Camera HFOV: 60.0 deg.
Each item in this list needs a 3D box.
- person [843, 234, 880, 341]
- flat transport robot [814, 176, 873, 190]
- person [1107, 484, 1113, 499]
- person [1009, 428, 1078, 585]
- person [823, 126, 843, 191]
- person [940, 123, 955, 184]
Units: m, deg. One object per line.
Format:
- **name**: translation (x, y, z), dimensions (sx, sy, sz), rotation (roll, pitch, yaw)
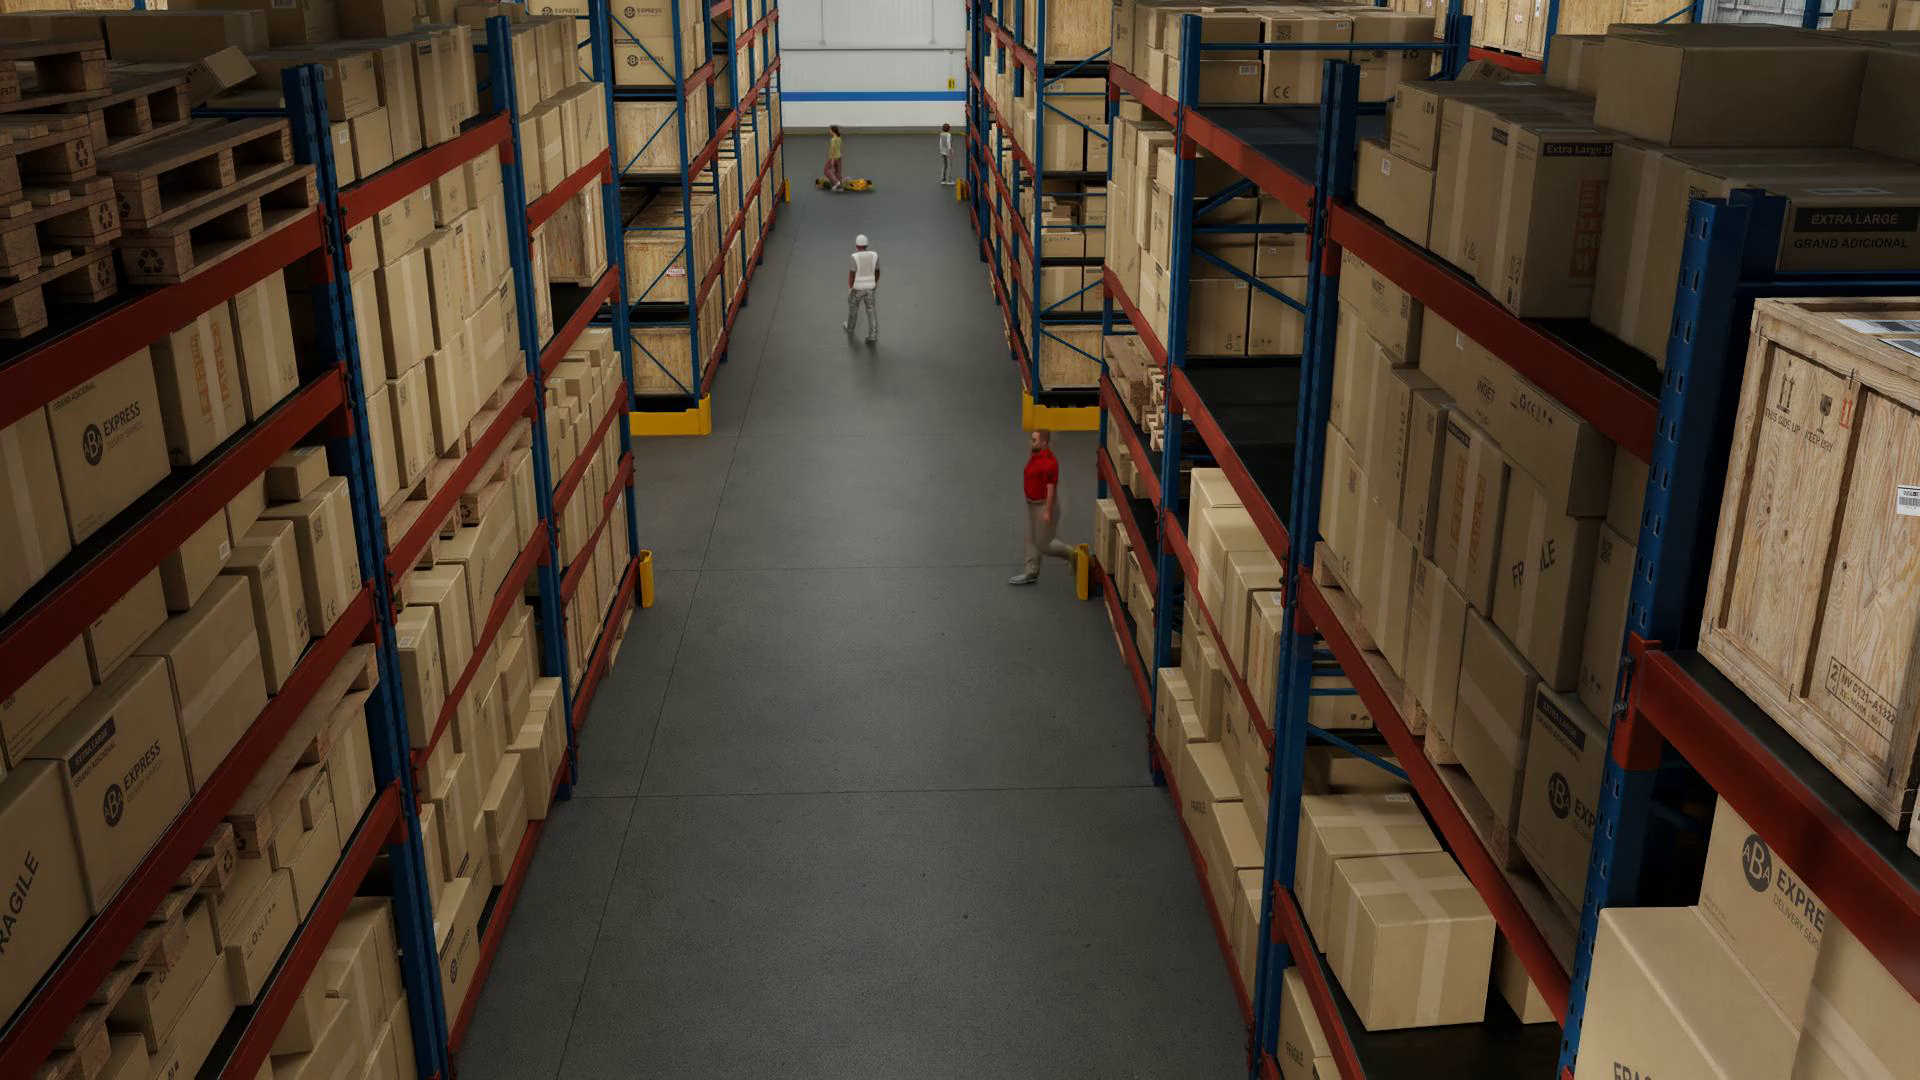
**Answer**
- **person**: translation (-1.646, -4.256, 27.866), dimensions (0.607, 1.746, 0.981), rotation (-8, 22, -21)
- **flat transport robot**: translation (-3.086, -9.414, 43.952), dimensions (1.431, 0.255, 0.659), rotation (10, 23, 26)
- **person**: translation (1.802, -0.753, 18.630), dimensions (0.357, 1.689, 0.457), rotation (9, 22, 24)
- **person**: translation (0.925, -0.351, 17.490), dimensions (0.778, 1.715, 0.552), rotation (-7, 22, -18)
- **person**: translation (-3.266, -9.848, 42.942), dimensions (0.459, 1.666, 0.463), rotation (11, 23, 28)
- **person**: translation (-0.336, -10.293, 44.316), dimensions (0.342, 1.601, 0.406), rotation (-19, 28, -41)
